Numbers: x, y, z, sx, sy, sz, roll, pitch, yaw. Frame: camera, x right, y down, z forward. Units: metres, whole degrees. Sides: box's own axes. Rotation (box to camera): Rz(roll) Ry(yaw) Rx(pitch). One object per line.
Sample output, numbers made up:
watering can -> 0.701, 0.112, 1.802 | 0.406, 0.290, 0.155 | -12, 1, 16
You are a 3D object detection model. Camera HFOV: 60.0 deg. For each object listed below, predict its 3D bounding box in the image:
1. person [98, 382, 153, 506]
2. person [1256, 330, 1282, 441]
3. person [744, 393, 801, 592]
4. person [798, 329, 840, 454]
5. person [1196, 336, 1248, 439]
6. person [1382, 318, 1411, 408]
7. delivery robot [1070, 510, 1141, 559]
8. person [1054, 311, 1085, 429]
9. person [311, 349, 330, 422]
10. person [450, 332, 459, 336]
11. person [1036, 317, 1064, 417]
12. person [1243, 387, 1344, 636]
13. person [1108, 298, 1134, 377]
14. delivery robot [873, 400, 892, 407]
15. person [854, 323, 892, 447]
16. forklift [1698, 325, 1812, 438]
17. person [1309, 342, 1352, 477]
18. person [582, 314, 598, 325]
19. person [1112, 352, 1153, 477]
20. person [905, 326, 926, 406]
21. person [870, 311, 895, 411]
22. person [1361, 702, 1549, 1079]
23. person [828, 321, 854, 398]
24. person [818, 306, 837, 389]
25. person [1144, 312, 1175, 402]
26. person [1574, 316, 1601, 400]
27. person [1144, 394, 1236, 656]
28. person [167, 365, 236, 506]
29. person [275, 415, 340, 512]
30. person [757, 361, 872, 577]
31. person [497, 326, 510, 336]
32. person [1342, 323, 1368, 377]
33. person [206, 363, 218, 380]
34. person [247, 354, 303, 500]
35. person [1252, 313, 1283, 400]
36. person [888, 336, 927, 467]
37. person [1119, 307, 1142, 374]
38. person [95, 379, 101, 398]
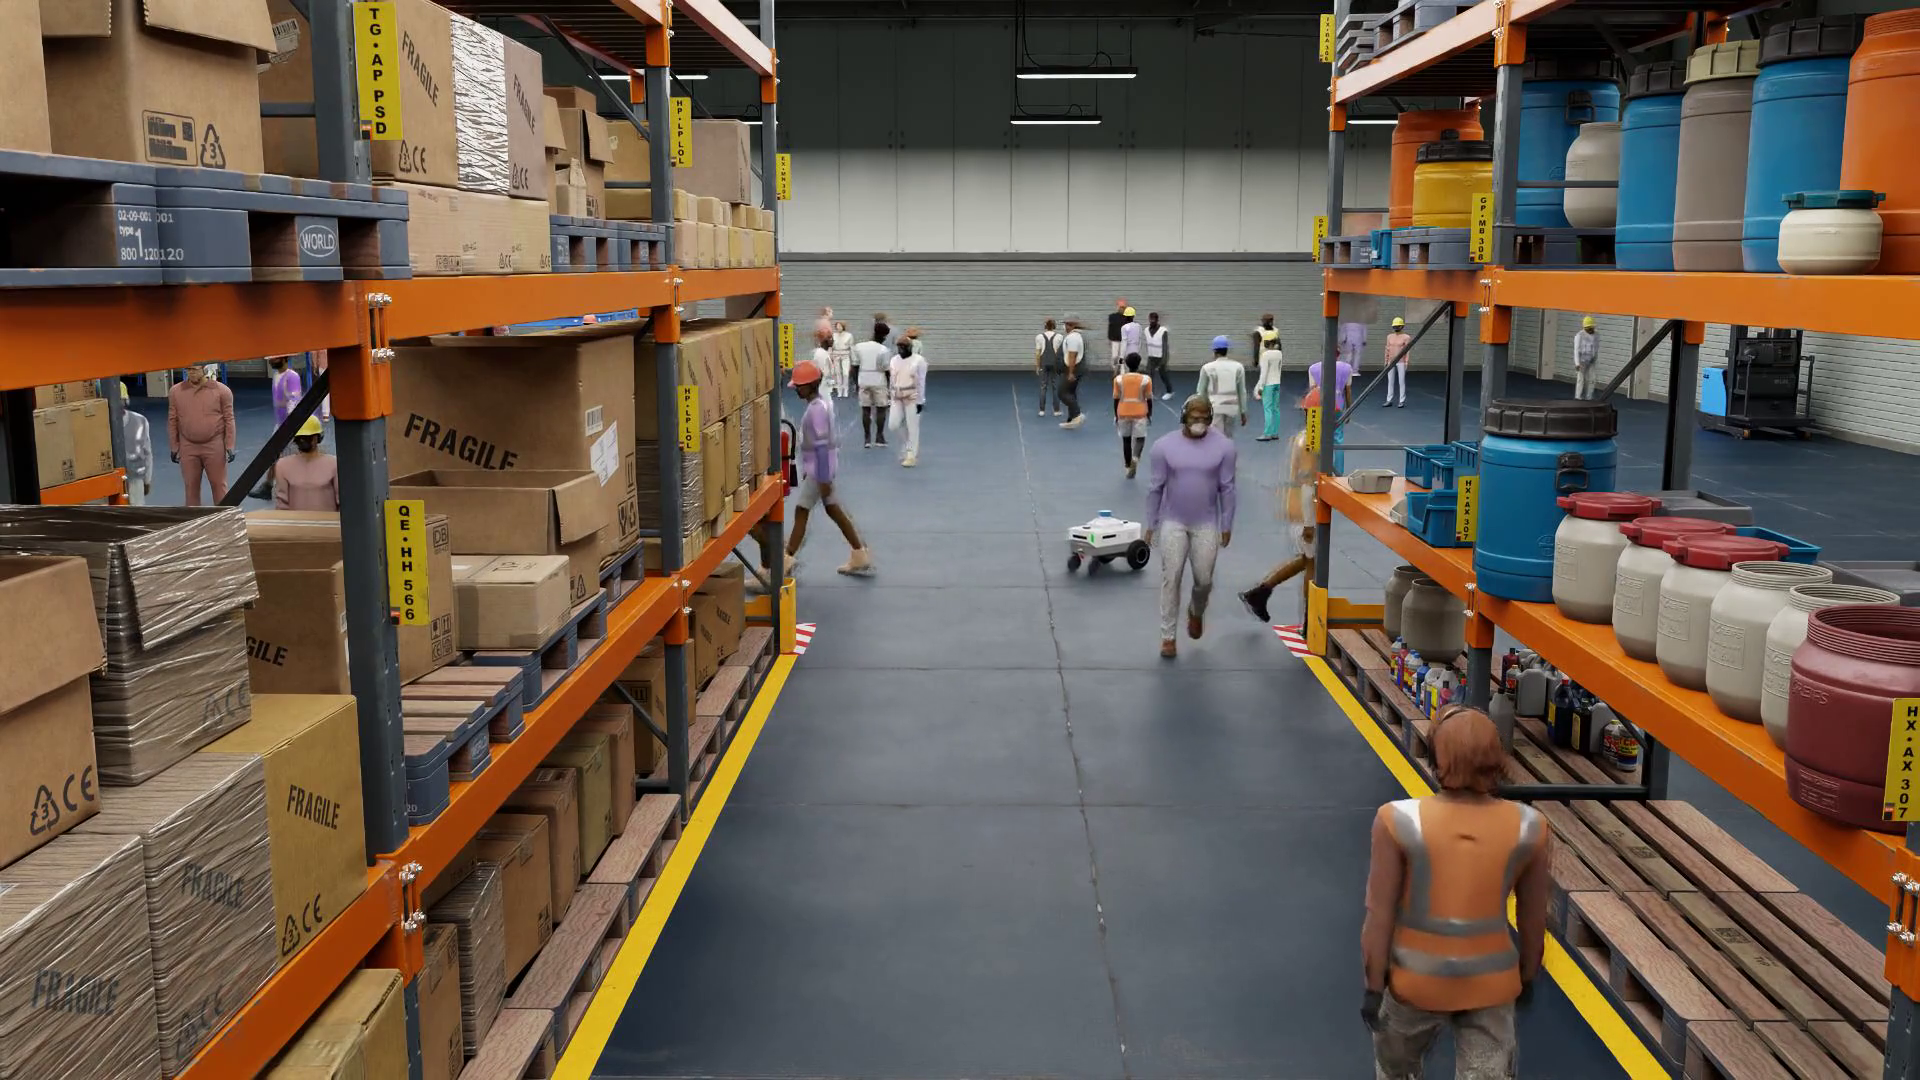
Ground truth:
person -> -7.641, -0.556, 15.121 | 0.609, 1.788, 0.918 | -6, 11, -33
person -> 4.973, -2.483, 26.739 | 0.311, 1.769, 0.522 | 9, 13, 43
person -> -1.681, -0.542, 14.361 | 0.545, 2.018, 0.654 | 3, 10, 17
person -> -2.083, -2.197, 24.713 | 0.517, 1.872, 0.579 | -1, 10, -7
person -> 3.322, -1.675, 21.500 | 0.631, 1.894, 0.963 | -3, 10, -18
person -> 8.637, -3.510, 32.896 | 0.532, 1.768, 0.311 | 8, 12, 39
delivery robot -> 1.361, -0.037, 15.556 | 0.707, 0.478, 0.477 | -8, 13, -41
person -> 1.876, -2.901, 28.549 | 0.536, 2.000, 0.706 | 2, 10, 10
person -> -11.337, -3.135, 29.958 | 0.625, 1.992, 0.388 | -3, 10, -18
person -> -8.621, -2.852, 28.512 | 0.558, 1.917, 0.607 | -2, 10, -11
person -> 1.662, -3.207, 30.928 | 0.541, 1.839, 0.417 | 1, 10, 8
person -> 2.583, -0.220, 12.724 | 0.657, 1.921, 0.547 | 1, 10, 8
person -> 3.908, -4.884, 40.457 | 0.621, 1.980, 0.556 | 0, 9, 2
delivery robot -> -1.360, -2.509, 29.586 | 0.335, 0.223, 0.698 | -5, 11, -30
person -> -1.348, -2.384, 25.716 | 0.650, 1.935, 0.404 | 3, 10, 17
forklift -> 13.248, -3.165, 27.620 | 1.129, 2.768, 1.873 | 0, 9, 1
person -> 4.814, -1.679, 21.679 | 0.563, 1.847, 0.389 | 1, 9, 3
person -> -6.641, -3.103, 29.943 | 0.551, 1.937, 0.357 | 4, 10, 22
person -> 2.272, -1.647, 21.964 | 0.544, 1.678, 0.602 | 2, 10, 13
person -> -0.908, -3.409, 32.786 | 0.787, 1.602, 0.511 | 9, 13, 43
person -> -1.502, -3.455, 32.096 | 0.638, 1.920, 0.434 | -9, 13, -43
person -> 1.399, 1.258, 4.772 | 0.541, 1.615, 0.626 | 0, 9, 2
person -> -2.525, -3.803, 35.087 | 0.541, 1.615, 0.635 | 1, 10, 6
person -> -3.052, -4.319, 37.424 | 0.874, 1.877, 0.651 | -2, 10, -13
person -> 4.134, -3.796, 34.406 | 0.603, 1.853, 1.004 | 8, 12, 39
person -> 12.415, -3.538, 32.983 | 0.611, 1.790, 0.556 | -2, 10, -13
person -> 1.676, -0.125, 12.167 | 0.654, 1.917, 0.536 | 1, 10, 8
person -> -7.869, -0.969, 17.257 | 0.651, 1.904, 0.403 | -2, 10, -11
person -> -4.738, -0.057, 12.206 | 0.527, 1.767, 0.331 | -1, 10, -7
person -> -1.295, -0.645, 15.114 | 1.049, 1.977, 0.670 | 0, 9, -1
person -> -7.383, -2.561, 26.983 | 0.652, 1.842, 1.038 | 5, 11, 30
person -> 9.911, -5.029, 41.617 | 0.667, 1.888, 0.436 | 9, 13, 42
person -> -13.406, -3.006, 29.620 | 0.318, 1.859, 0.519 | 1, 10, 8
person -> -8.154, -1.443, 20.162 | 0.557, 1.888, 0.992 | 7, 12, 37
person -> 6.303, -3.765, 34.274 | 0.618, 1.818, 0.870 | -6, 11, -34
person -> -0.752, -1.942, 23.338 | 0.630, 1.828, 0.448 | 5, 11, 30
person -> 3.518, -3.855, 34.466 | 0.358, 1.930, 0.585 | 9, 13, 44
person -> -13.323, -2.313, 25.961 | 0.325, 1.687, 0.539 | -3, 10, -20
